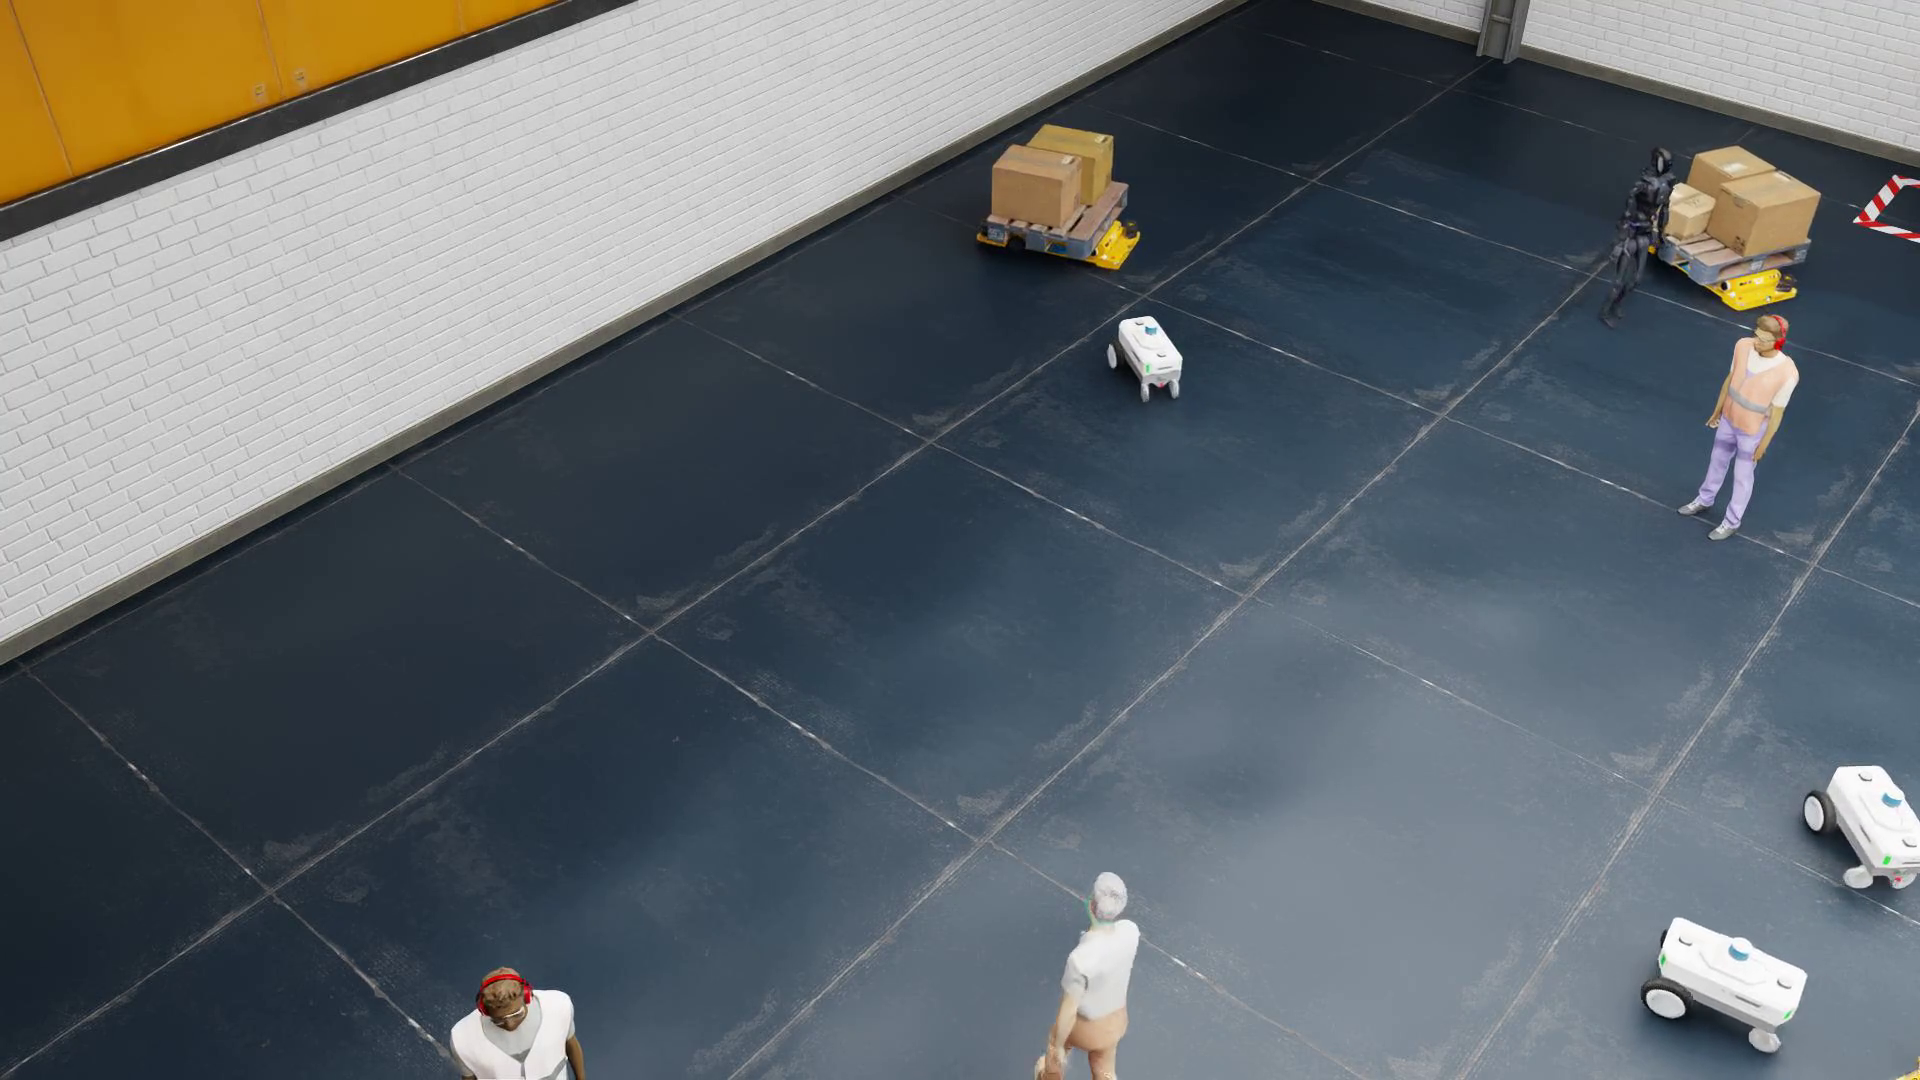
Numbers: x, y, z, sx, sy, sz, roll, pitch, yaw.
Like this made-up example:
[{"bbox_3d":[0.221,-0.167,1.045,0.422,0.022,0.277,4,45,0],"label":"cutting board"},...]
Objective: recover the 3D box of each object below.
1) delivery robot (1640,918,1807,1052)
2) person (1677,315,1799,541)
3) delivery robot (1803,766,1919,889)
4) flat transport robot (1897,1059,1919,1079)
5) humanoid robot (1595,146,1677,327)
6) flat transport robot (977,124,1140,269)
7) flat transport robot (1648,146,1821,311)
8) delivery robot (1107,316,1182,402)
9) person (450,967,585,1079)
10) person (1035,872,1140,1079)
[{"bbox_3d":[4.185,2.393,9.079,0.767,0.583,0.499,22,44,25],"label":"delivery robot"},{"bbox_3d":[5.711,-0.839,12.082,0.391,1.836,0.559,-13,41,-16],"label":"person"},{"bbox_3d":[5.472,1.698,9.953,0.510,0.597,0.769,-3,39,-3],"label":"delivery robot"},{"bbox_3d":[5.582,2.859,8.737,1.431,0.231,0.659,-18,42,-21],"label":"flat transport robot"},{"bbox_3d":[5.899,-2.656,14.472,0.590,1.665,0.350,-19,43,-22],"label":"humanoid robot"},{"bbox_3d":[0.944,-2.946,15.942,1.431,0.231,0.659,15,41,17],"label":"flat transport robot"},{"bbox_3d":[7.035,-2.608,15.524,0.659,0.231,1.431,-14,41,-17],"label":"flat transport robot"},{"bbox_3d":[1.583,-1.572,14.021,0.499,0.610,0.788,-10,40,-12],"label":"delivery robot"},{"bbox_3d":[-2.018,2.599,7.805,0.564,1.844,0.388,-17,42,-20],"label":"person"},{"bbox_3d":[0.614,2.326,8.261,0.554,1.700,0.634,-20,43,-23],"label":"person"}]
